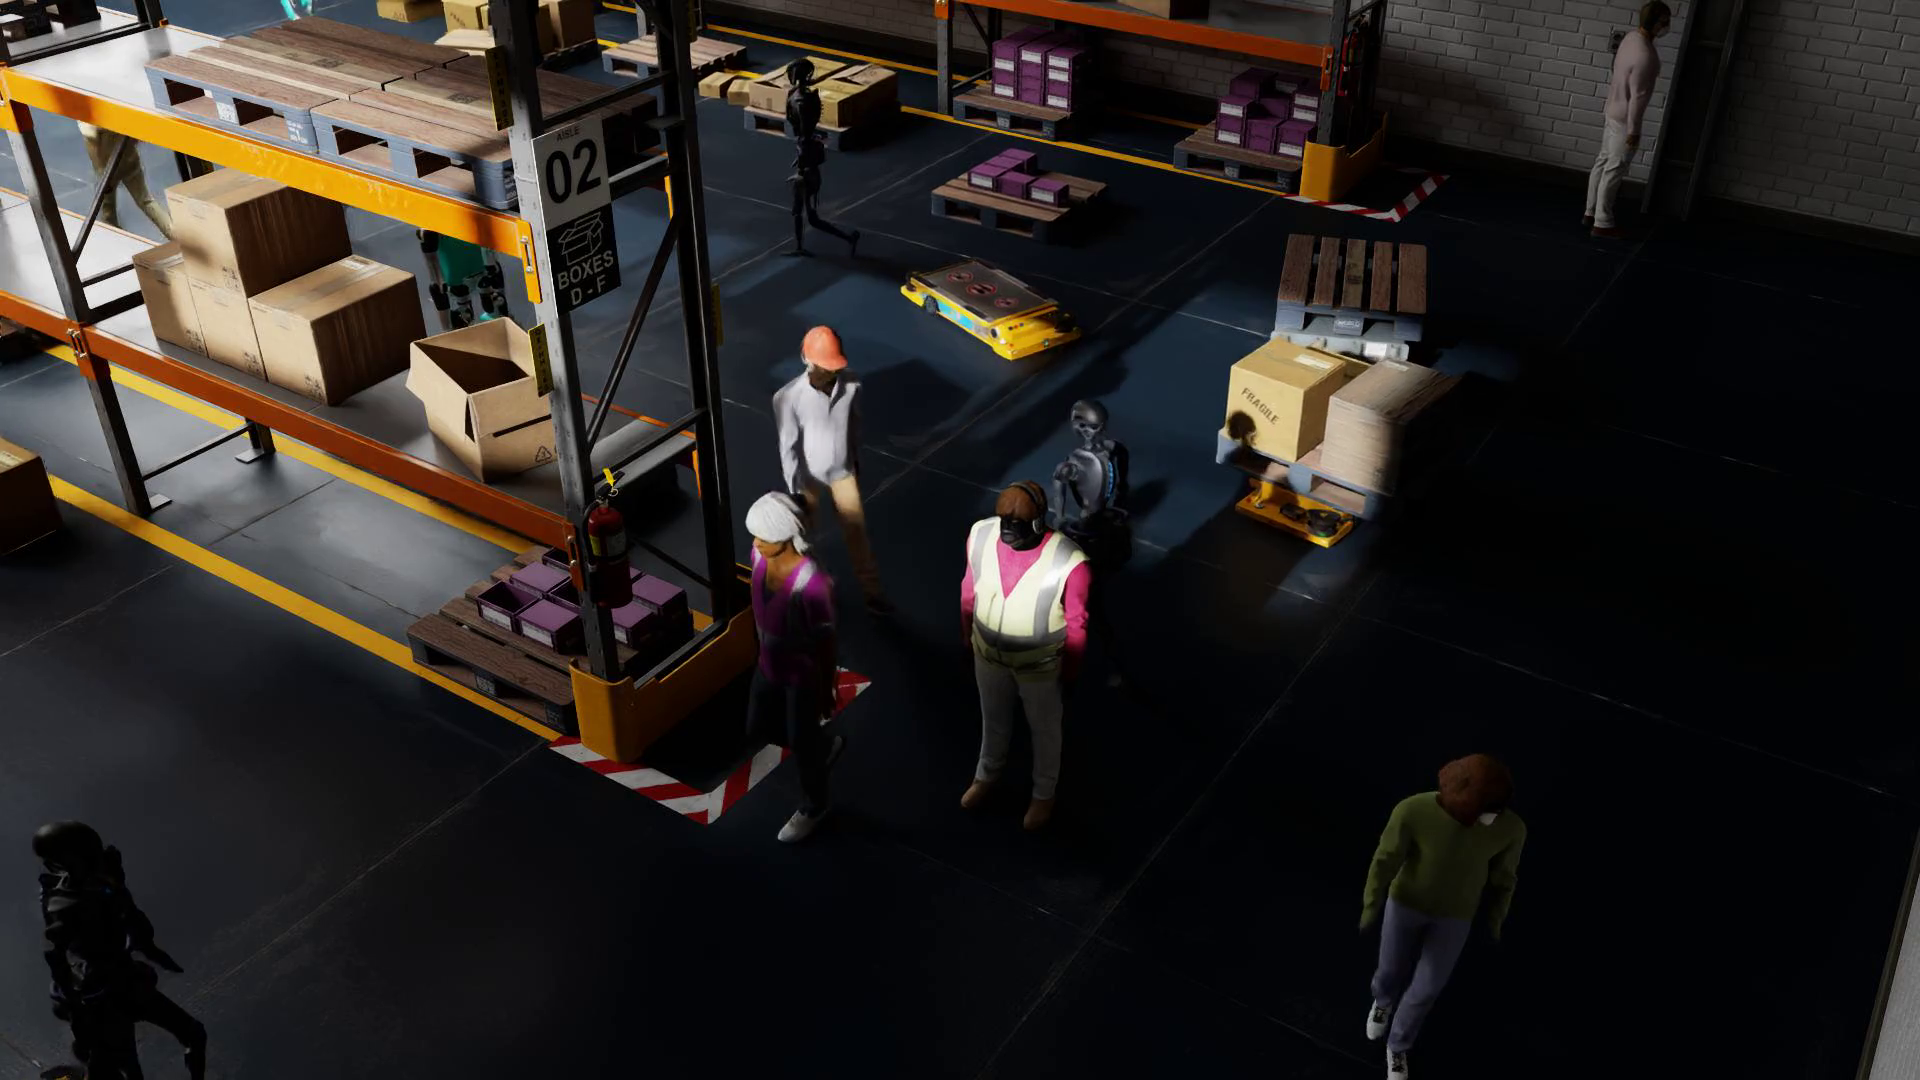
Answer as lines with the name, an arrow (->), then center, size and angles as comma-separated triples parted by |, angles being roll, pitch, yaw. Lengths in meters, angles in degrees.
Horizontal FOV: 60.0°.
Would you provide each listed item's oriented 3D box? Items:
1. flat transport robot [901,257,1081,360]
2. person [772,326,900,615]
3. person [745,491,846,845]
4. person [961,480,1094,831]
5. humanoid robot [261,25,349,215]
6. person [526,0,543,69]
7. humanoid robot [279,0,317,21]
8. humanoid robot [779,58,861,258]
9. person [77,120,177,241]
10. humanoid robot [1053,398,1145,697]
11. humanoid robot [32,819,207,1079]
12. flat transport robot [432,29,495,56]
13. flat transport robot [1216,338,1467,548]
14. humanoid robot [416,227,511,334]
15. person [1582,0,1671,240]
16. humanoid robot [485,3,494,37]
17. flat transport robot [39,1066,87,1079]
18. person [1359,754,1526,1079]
flat transport robot -> 0.217, -1.775, 12.602 | 0.659, 0.231, 1.431 | -21, 39, -29
person -> -0.695, -0.353, 9.088 | 0.582, 1.710, 0.876 | -19, 38, -27
person -> -0.751, 0.566, 7.567 | 0.467, 1.830, 0.538 | -28, 42, -36
person -> 0.274, 0.531, 7.617 | 0.623, 1.843, 0.431 | 17, 37, 24
humanoid robot -> -5.235, -3.202, 13.471 | 0.711, 1.814, 0.541 | 27, 42, 35
person -> -3.928, -4.269, 14.915 | 0.450, 1.934, 0.483 | 2, 33, 4
humanoid robot -> -7.112, -5.915, 17.708 | 0.547, 1.874, 0.822 | -25, 41, -33
humanoid robot -> -1.151, -3.027, 13.250 | 0.647, 1.630, 0.590 | -3, 33, -4
person -> -6.660, -3.008, 13.170 | 0.876, 1.709, 0.575 | 10, 34, 14
humanoid robot -> 0.682, 0.028, 8.588 | 0.587, 1.626, 0.776 | -28, 42, -36
humanoid robot -> -3.029, 1.657, 6.030 | 0.369, 1.645, 0.608 | -2, 33, -2
flat transport robot -> -4.642, -3.878, 15.834 | 1.431, 0.231, 0.659 | 6, 34, 9
flat transport robot -> 2.406, -0.417, 10.514 | 0.659, 0.231, 1.431 | 25, 40, 33
humanoid robot -> -2.979, -1.341, 10.597 | 0.890, 1.782, 0.553 | 21, 39, 29
person -> 5.470, -3.452, 13.652 | 0.377, 1.937, 0.627 | 3, 33, 5
humanoid robot -> -4.458, -4.831, 15.994 | 0.823, 1.827, 0.546 | 18, 37, 26
flat transport robot -> -3.908, 2.483, 6.056 | 1.431, 0.231, 0.659 | -19, 38, -26
person -> 1.830, 1.448, 6.410 | 0.544, 1.605, 0.397 | 10, 34, 14
